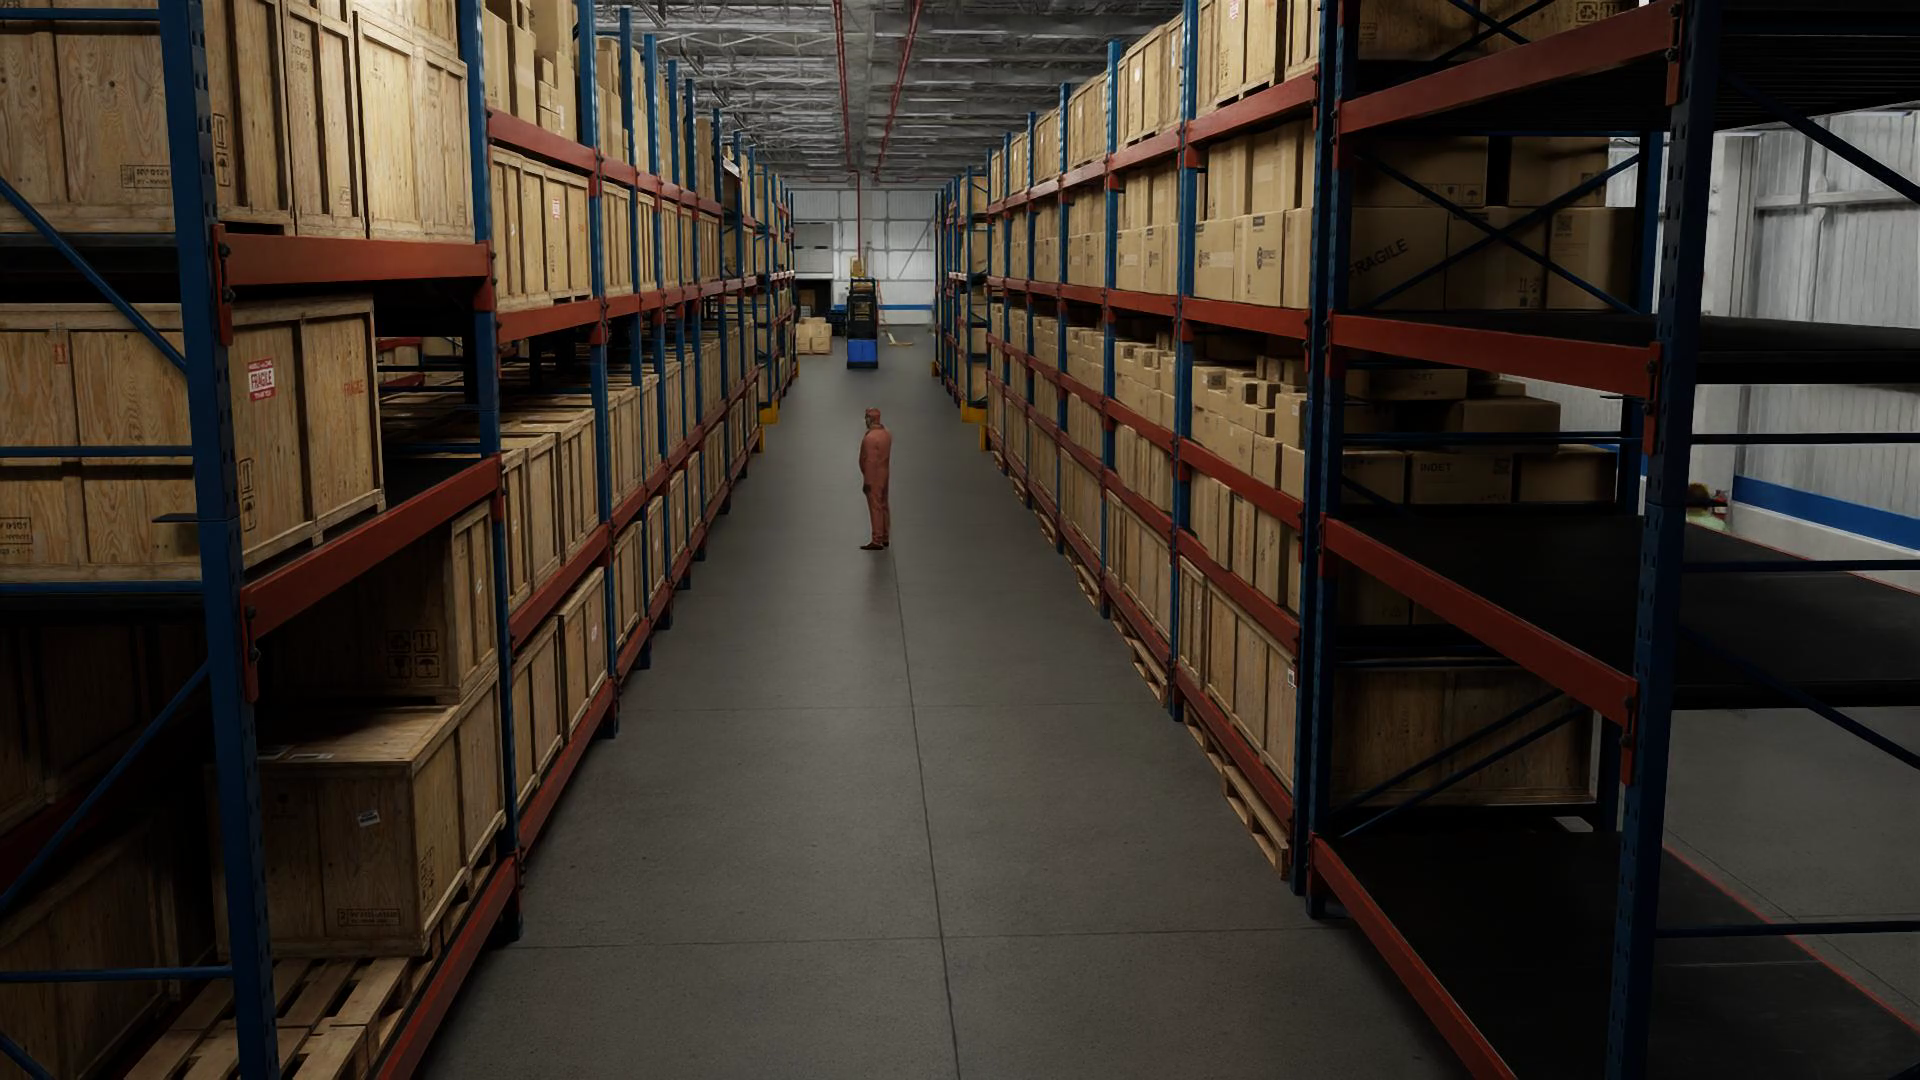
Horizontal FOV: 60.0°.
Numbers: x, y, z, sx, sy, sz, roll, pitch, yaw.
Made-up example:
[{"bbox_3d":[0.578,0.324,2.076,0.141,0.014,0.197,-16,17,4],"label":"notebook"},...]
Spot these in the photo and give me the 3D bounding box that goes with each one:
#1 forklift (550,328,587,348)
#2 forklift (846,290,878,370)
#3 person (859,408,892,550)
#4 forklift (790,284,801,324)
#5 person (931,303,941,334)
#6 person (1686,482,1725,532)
[{"bbox_3d":[-8.911,-3.909,37.816,1.129,2.768,1.873,-1,10,-4],"label":"forklift"},{"bbox_3d":[-3.489,-7.495,59.240,1.129,2.768,1.873,-1,10,-4],"label":"forklift"},{"bbox_3d":[-1.152,-0.820,22.281,0.399,1.905,0.643,3,10,20],"label":"person"},{"bbox_3d":[-7.576,-10.118,74.909,1.129,2.768,1.873,8,12,39],"label":"forklift"},{"bbox_3d":[-1.242,-11.875,88.237,0.462,1.924,0.645,5,11,25],"label":"person"},{"bbox_3d":[6.706,0.380,15.315,0.594,1.832,0.527,1,10,7],"label":"person"}]
